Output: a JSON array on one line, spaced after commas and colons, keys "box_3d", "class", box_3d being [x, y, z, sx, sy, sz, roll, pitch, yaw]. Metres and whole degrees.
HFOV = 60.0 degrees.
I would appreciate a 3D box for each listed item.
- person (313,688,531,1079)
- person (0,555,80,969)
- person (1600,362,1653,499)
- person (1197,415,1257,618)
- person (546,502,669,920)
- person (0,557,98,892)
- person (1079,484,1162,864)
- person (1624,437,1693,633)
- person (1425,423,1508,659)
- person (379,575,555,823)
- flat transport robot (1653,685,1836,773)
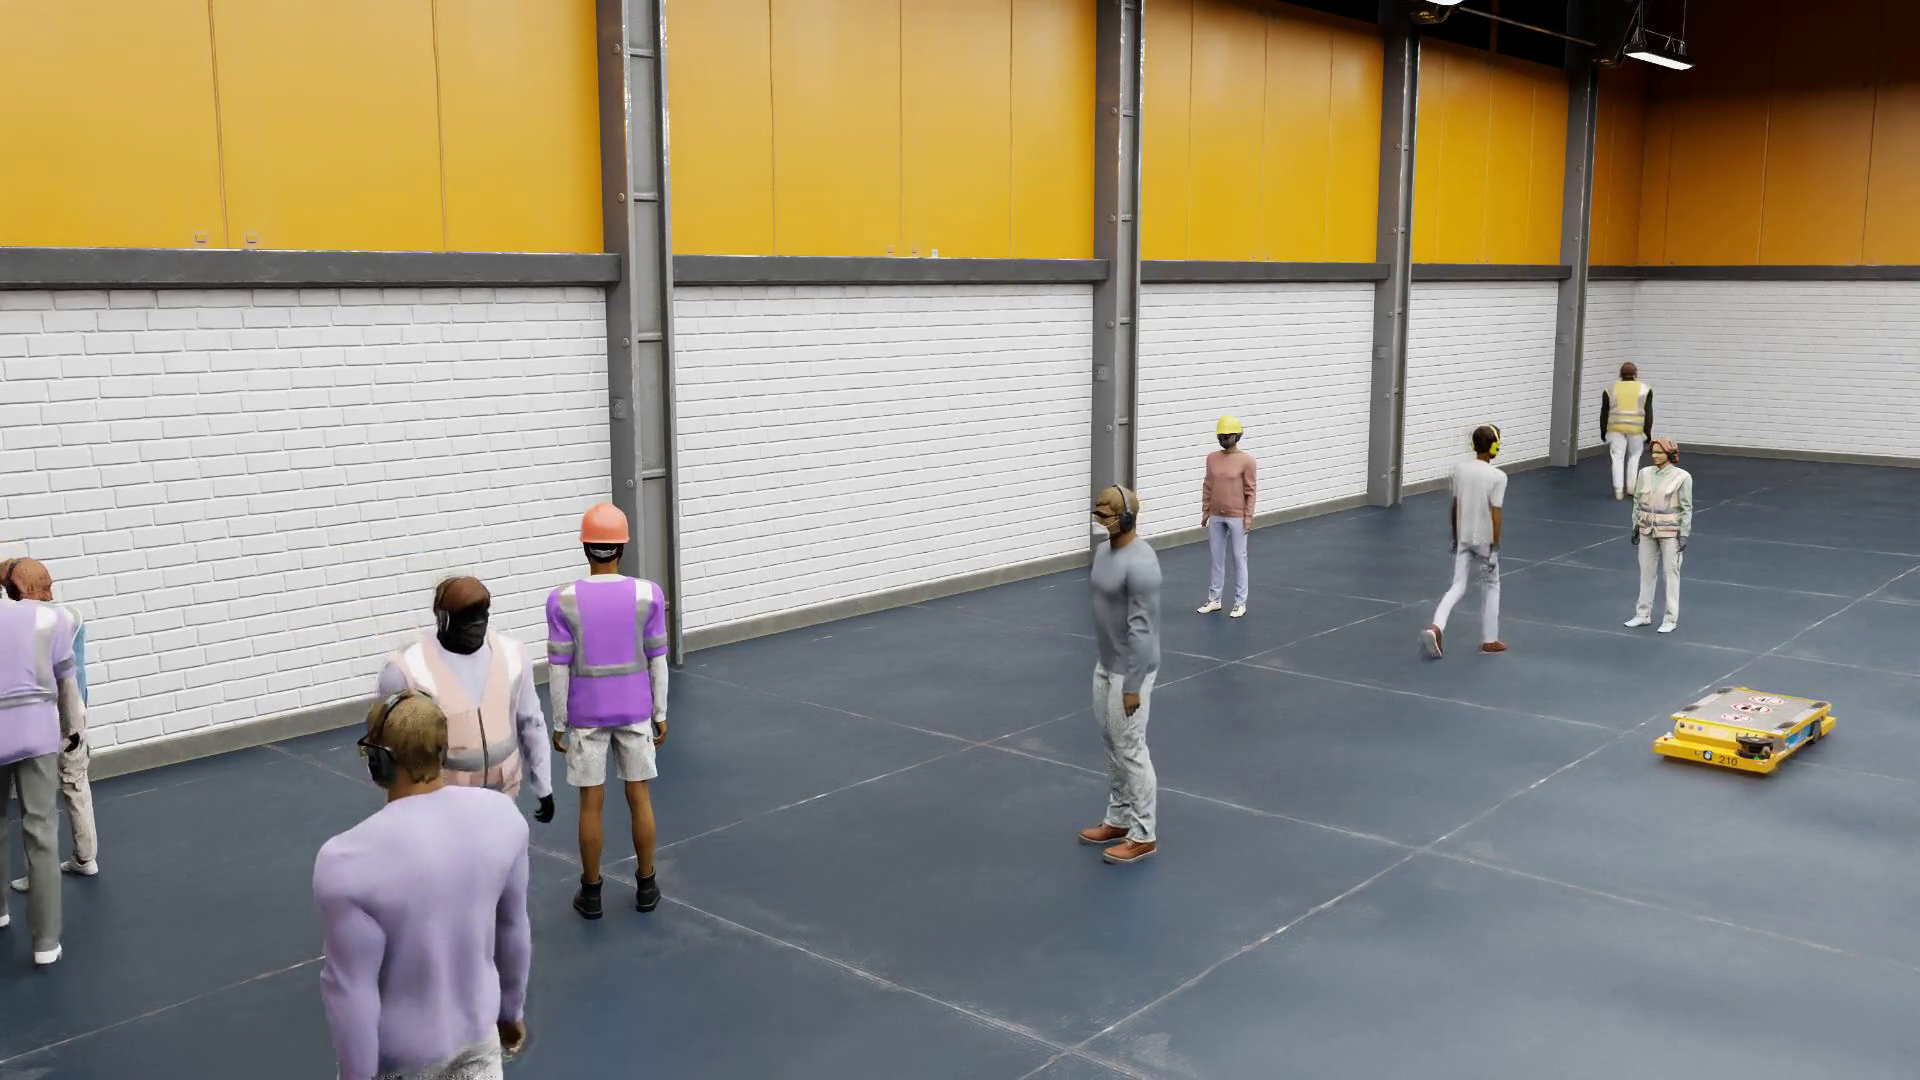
[{"box_3d": [-1.363, 1.333, 4.425, 0.923, 1.911, 0.638, 7, 11, 37], "class": "person"}, {"box_3d": [-4.186, 0.883, 7.293, 0.616, 1.874, 0.917, -7, 11, -36], "class": "person"}, {"box_3d": [8.918, -1.473, 22.288, 0.661, 1.818, 0.726, 4, 10, 21], "class": "person"}, {"box_3d": [2.335, -0.209, 14.531, 0.525, 1.769, 0.315, 8, 12, 40], "class": "person"}, {"box_3d": [-1.628, 0.790, 7.719, 0.548, 1.937, 0.358, -3, 10, -18], "class": "person"}, {"box_3d": [-4.453, 0.889, 8.068, 0.316, 1.629, 0.507, 5, 10, 28], "class": "person"}, {"box_3d": [0.836, 0.672, 8.509, 0.371, 1.932, 0.630, -2, 9, -13], "class": "person"}, {"box_3d": [5.851, -0.045, 13.898, 0.311, 1.638, 0.523, -6, 11, -32], "class": "person"}, {"box_3d": [3.973, 0.011, 12.930, 0.854, 1.841, 0.520, -8, 12, -42], "class": "person"}, {"box_3d": [-1.989, 1.019, 6.774, 0.644, 1.791, 0.984, -8, 12, -41], "class": "person"}, {"box_3d": [4.987, 1.174, 10.526, 0.652, 0.197, 1.431, 8, 12, 42], "class": "flat transport robot"}]
